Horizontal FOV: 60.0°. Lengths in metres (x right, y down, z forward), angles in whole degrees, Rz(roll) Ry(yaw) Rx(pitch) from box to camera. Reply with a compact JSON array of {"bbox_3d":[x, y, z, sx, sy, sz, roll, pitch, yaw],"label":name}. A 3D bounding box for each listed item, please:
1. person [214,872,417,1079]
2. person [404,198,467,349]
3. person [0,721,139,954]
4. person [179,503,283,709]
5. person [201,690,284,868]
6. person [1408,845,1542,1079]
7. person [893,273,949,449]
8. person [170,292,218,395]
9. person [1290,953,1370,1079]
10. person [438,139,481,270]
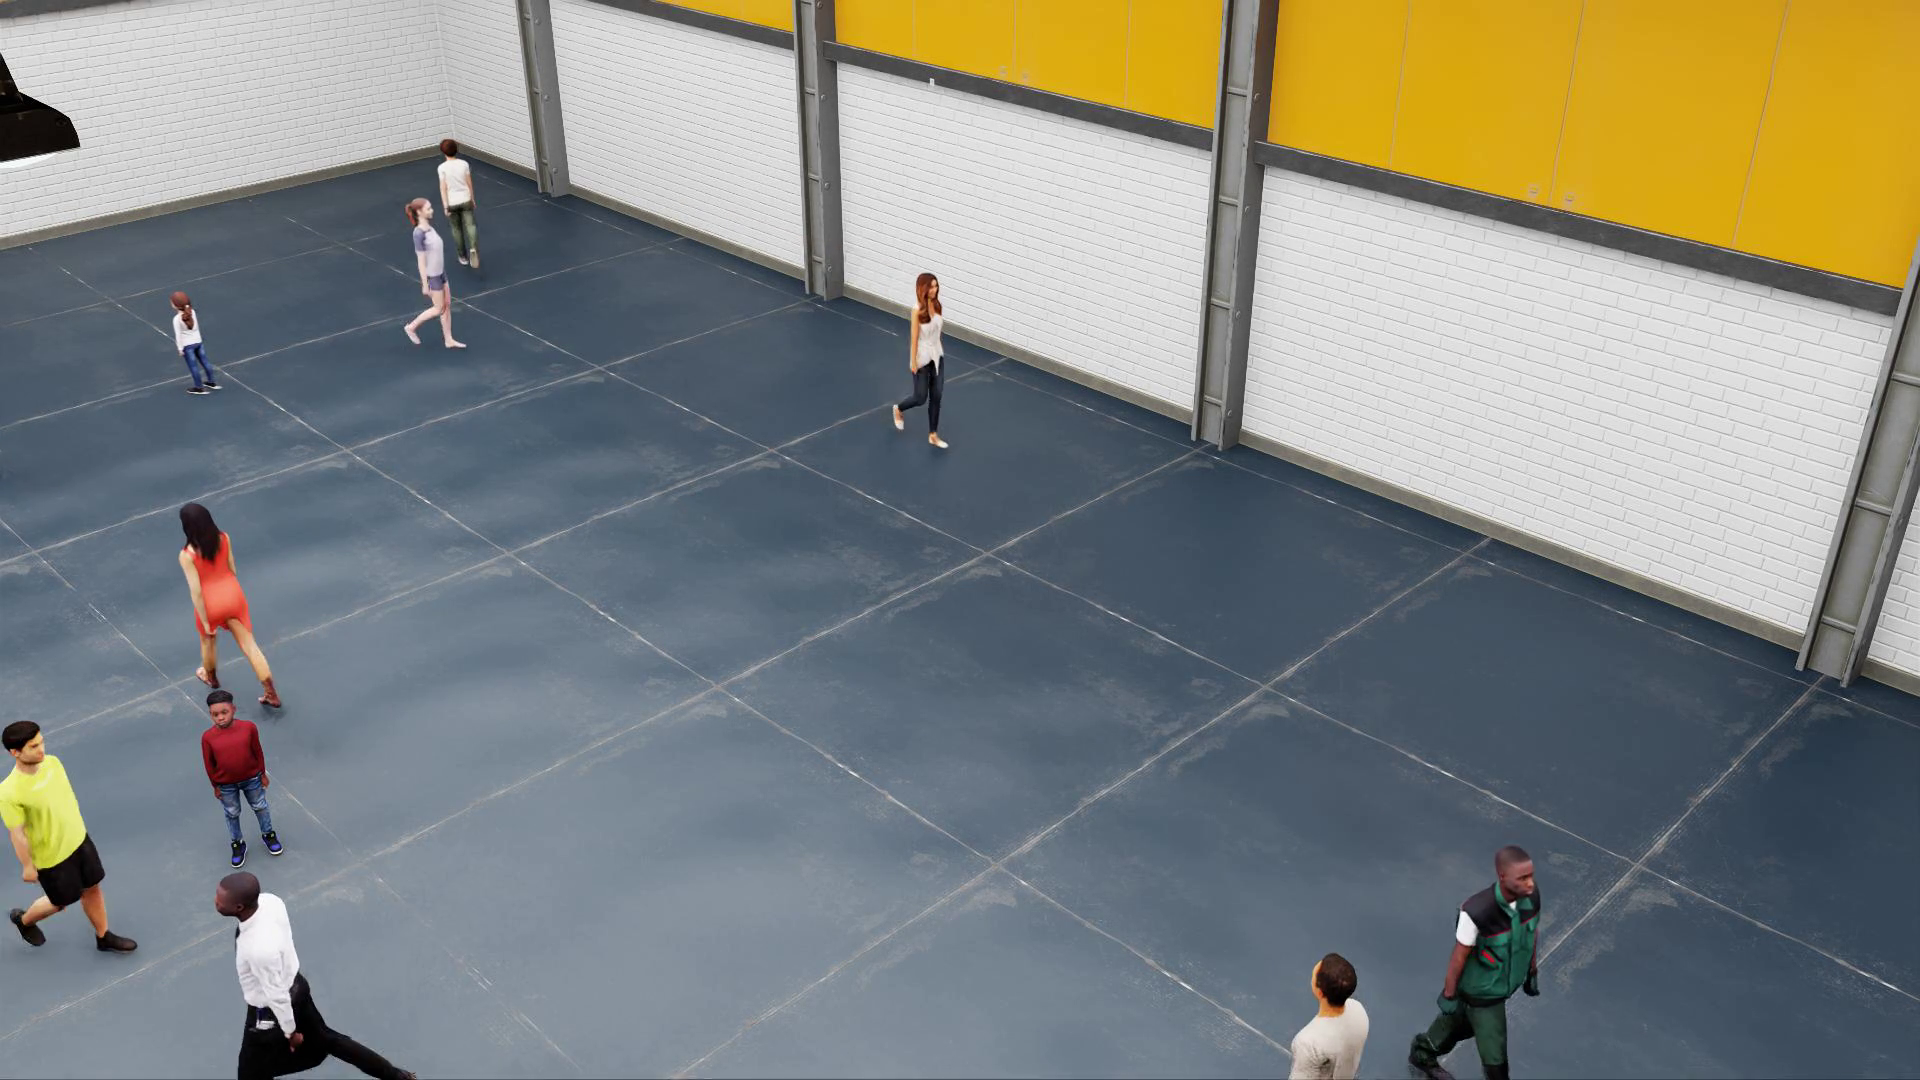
[{"bbox_3d":[-3.418,2.418,8.630,1.160,1.797,1.268,-6,29,-11],"label":"person"},{"bbox_3d":[-5.933,-2.940,18.500,0.935,1.751,0.879,0,29,-1],"label":"person"},{"bbox_3d":[-5.440,1.799,9.876,1.060,1.690,0.925,6,29,10],"label":"person"},{"bbox_3d":[-5.369,0.527,12.228,1.187,1.670,0.744,18,34,30],"label":"person"},{"bbox_3d":[-4.708,1.523,10.836,0.558,1.256,0.565,-14,32,-24],"label":"person"},{"bbox_3d":[2.730,2.318,8.823,0.839,1.787,1.231,-19,34,-30],"label":"person"},{"bbox_3d":[-0.391,-1.784,16.362,0.931,1.769,0.606,24,36,36],"label":"person"},{"bbox_3d":[-8.154,-2.104,17.640,0.540,1.108,0.511,11,31,20],"label":"person"},{"bbox_3d":[1.774,2.768,7.979,0.684,1.805,0.637,-24,37,-37],"label":"person"},{"bbox_3d":[-6.281,-4.209,20.944,0.790,1.638,1.067,-14,31,-23],"label":"person"}]
